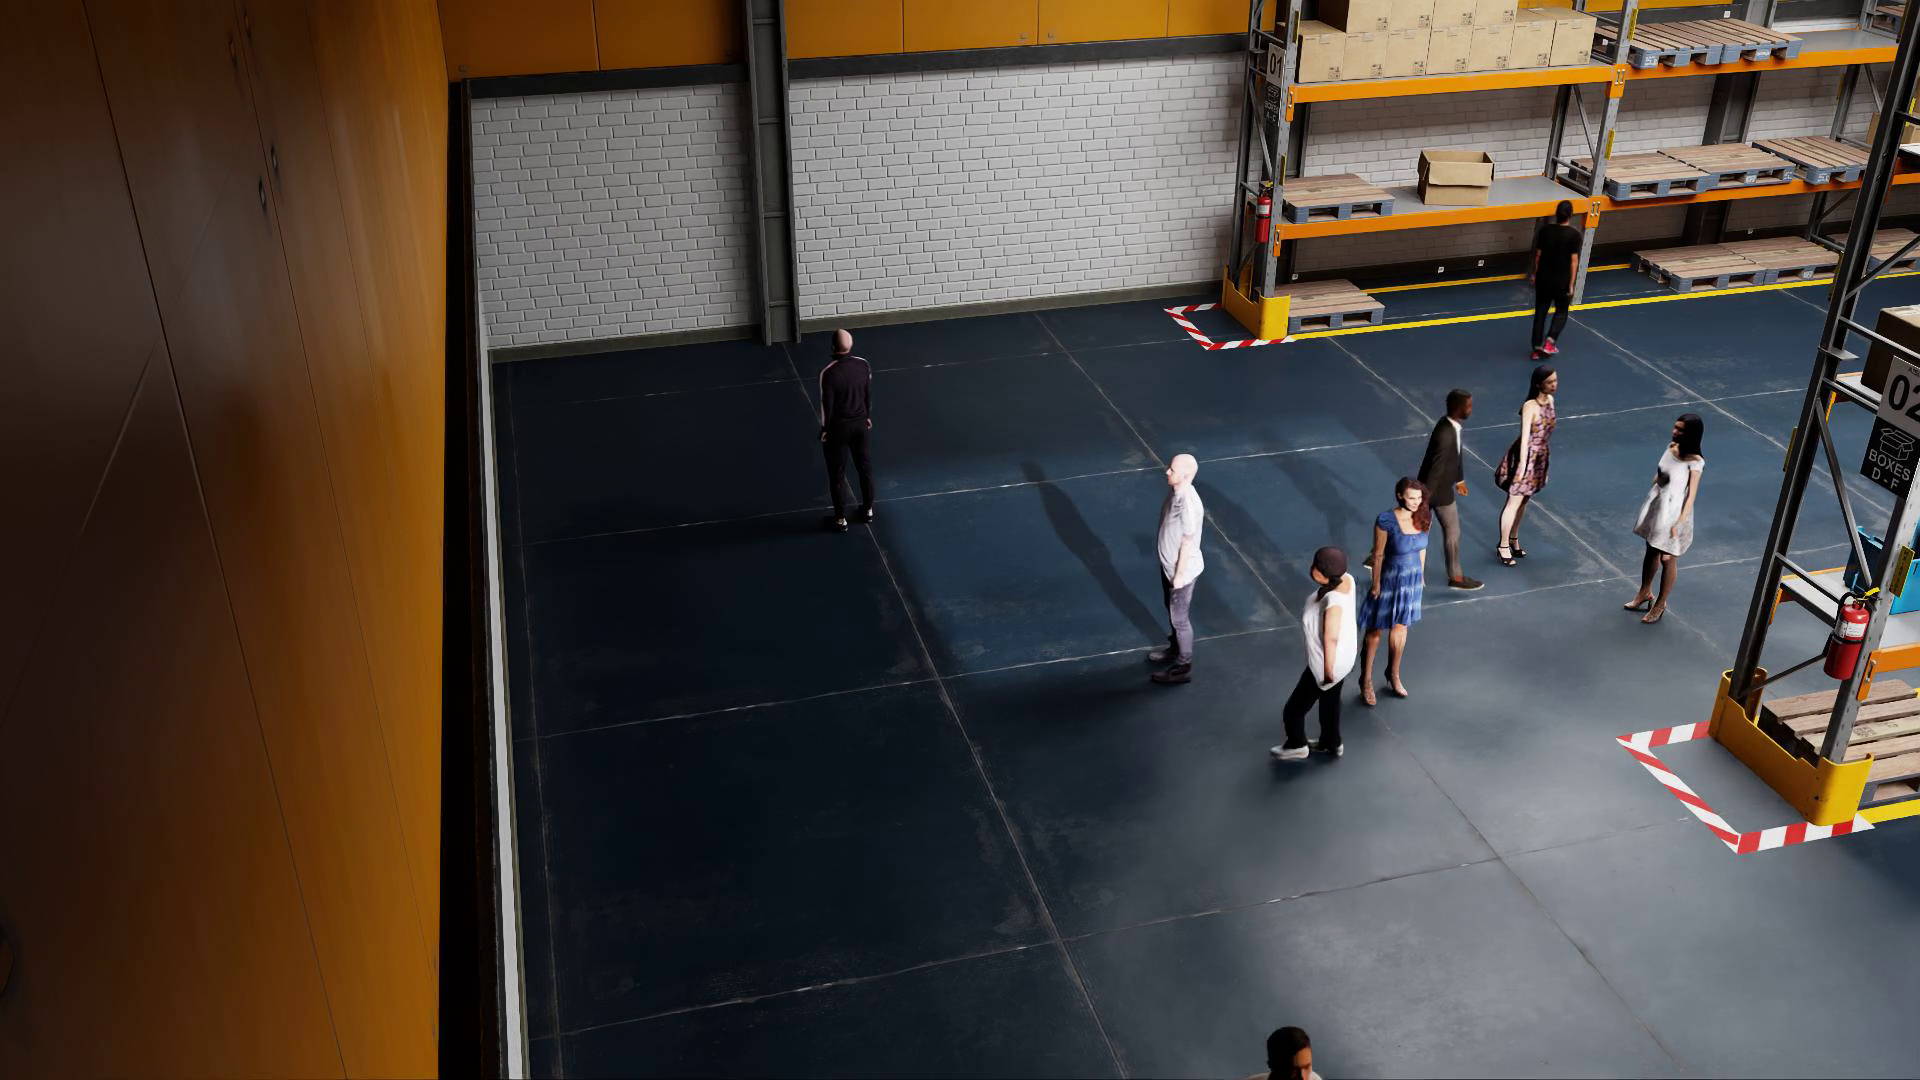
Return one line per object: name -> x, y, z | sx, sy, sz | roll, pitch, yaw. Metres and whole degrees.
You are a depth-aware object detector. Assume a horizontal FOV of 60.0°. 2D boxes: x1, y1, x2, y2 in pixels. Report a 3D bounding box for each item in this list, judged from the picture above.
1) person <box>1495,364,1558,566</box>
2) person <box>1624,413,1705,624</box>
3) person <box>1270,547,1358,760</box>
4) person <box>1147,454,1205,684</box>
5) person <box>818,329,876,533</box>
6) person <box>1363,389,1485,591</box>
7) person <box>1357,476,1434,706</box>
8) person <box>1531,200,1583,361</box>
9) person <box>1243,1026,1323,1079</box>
person -> 4.759, -0.638, 13.931 | 0.766, 1.773, 0.847 | -25, 37, -38
person -> 5.571, -0.180, 13.091 | 0.608, 1.775, 0.627 | -7, 29, -13
person -> 2.569, 0.802, 11.397 | 0.895, 1.673, 0.838 | 14, 32, 24
person -> 1.641, 0.198, 12.338 | 0.637, 1.830, 0.688 | -2, 29, -4
person -> -0.981, -0.960, 14.455 | 0.644, 1.837, 0.807 | -18, 34, -30
person -> 3.760, -0.390, 13.497 | 1.313, 1.754, 1.076 | 7, 29, 12
person -> 3.164, 0.362, 12.063 | 0.555, 1.806, 0.760 | -12, 31, -21
person -> 6.337, -2.754, 17.835 | 0.766, 1.750, 0.803 | 21, 35, 33
person -> 1.319, 2.835, 7.557 | 1.065, 1.781, 0.736 | -9, 30, -16
